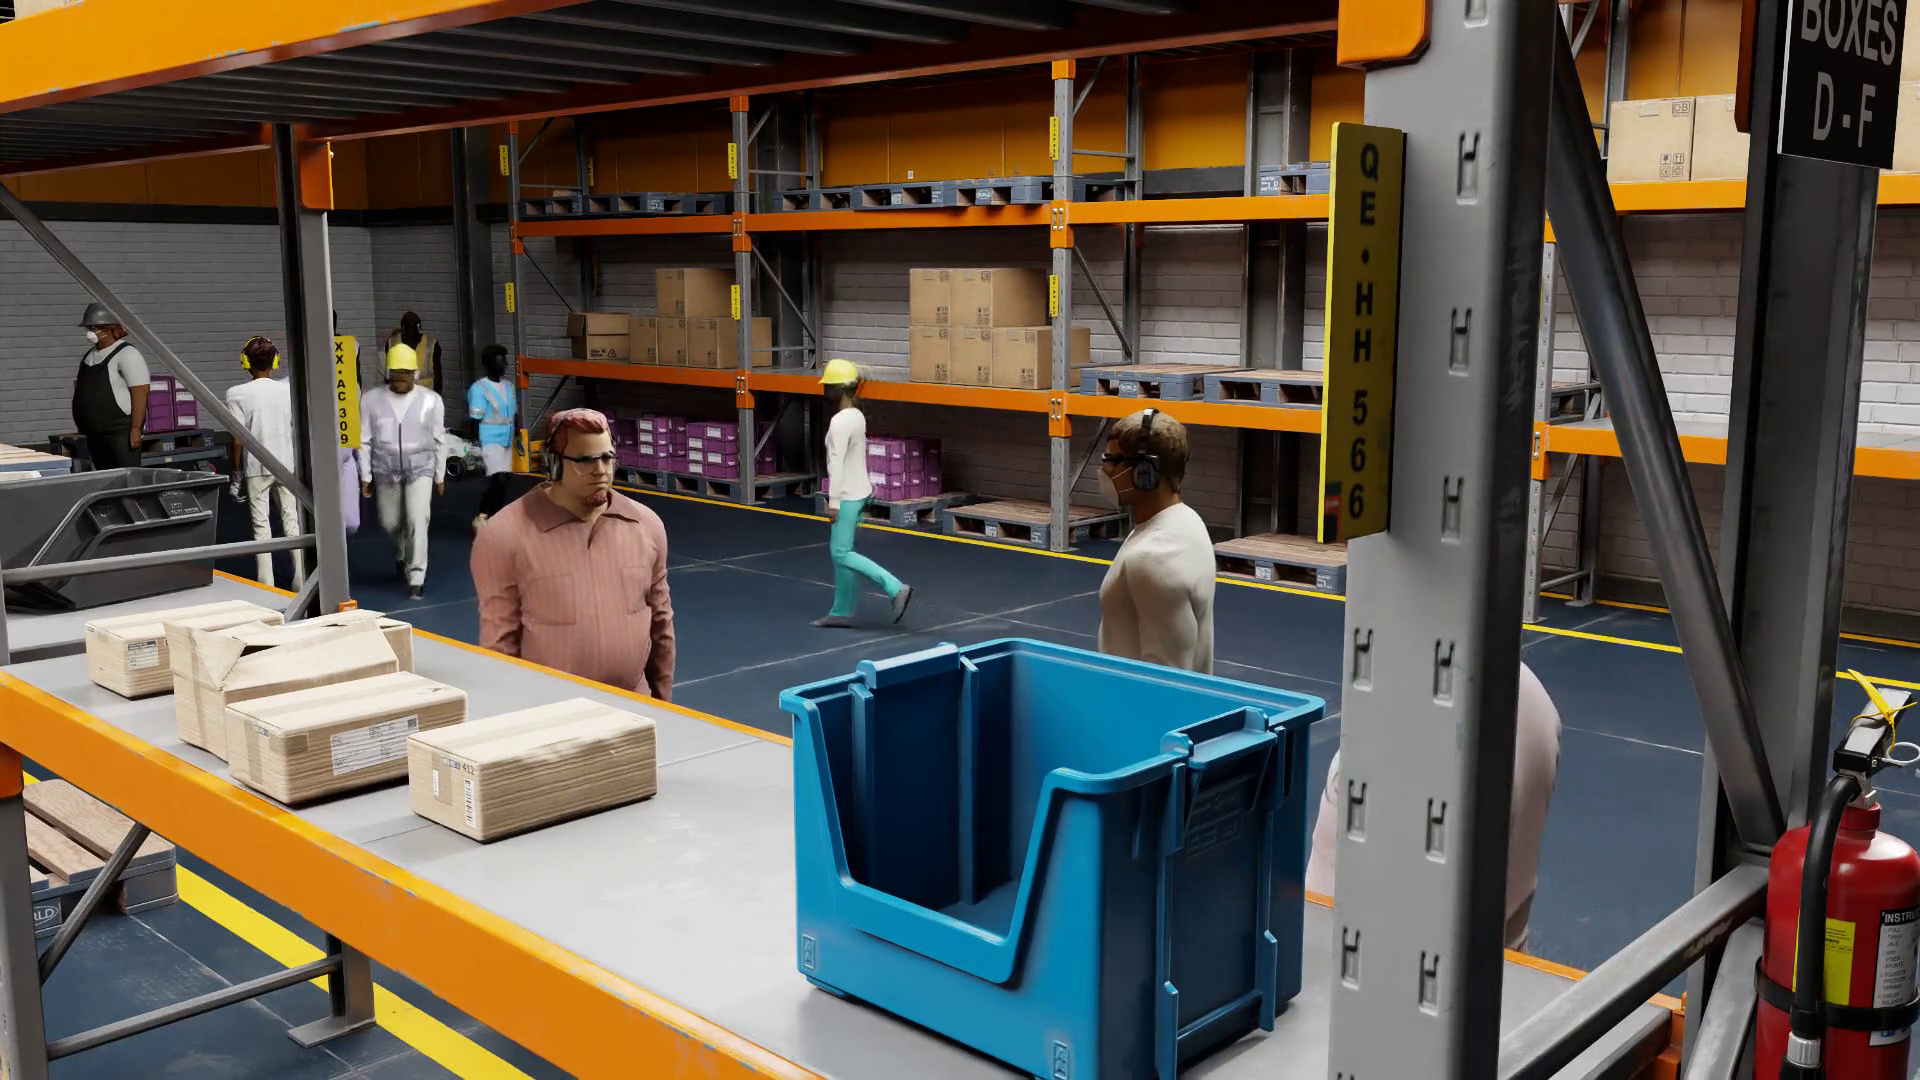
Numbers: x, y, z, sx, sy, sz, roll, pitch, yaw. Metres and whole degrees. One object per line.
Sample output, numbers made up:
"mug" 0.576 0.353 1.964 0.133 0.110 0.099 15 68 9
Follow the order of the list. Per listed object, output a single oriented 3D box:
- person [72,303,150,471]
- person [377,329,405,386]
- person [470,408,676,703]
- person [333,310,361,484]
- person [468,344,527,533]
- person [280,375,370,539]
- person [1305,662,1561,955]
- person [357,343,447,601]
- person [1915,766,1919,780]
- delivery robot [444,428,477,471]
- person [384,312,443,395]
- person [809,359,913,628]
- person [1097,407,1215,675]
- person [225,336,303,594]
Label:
"person" -7.139 -0.966 13.938 0.688 2.000 0.536 5 11 29
"person" -6.837 -1.786 20.338 0.514 1.574 0.880 -5 11 -29
"person" -1.162 0.539 5.163 0.650 1.900 0.401 -6 11 -35
"person" -6.499 -1.451 17.292 0.397 1.917 0.590 9 13 43
"person" -3.927 -0.817 14.098 0.361 1.682 0.545 3 10 18
"person" -4.454 -0.505 11.571 0.690 1.888 0.657 8 12 40
"person" 0.820 0.881 3.030 0.402 1.904 0.652 7 11 36
"person" -3.965 -0.504 11.858 0.602 1.807 0.765 -2 10 -13
"person" 4.564 0.206 7.431 0.586 1.824 0.404 -9 13 -42
"delivery robot" -5.670 -0.992 18.350 0.707 0.478 0.477 2 10 15
"person" -6.106 -1.624 18.599 0.621 1.839 0.429 -2 9 -12
"person" -0.641 -0.276 10.583 0.628 1.747 0.537 1 9 8
"person" 0.536 0.595 4.672 0.356 1.938 0.638 2 9 10
"person" -4.655 -0.431 11.180 0.514 1.871 0.327 -8 12 -41
